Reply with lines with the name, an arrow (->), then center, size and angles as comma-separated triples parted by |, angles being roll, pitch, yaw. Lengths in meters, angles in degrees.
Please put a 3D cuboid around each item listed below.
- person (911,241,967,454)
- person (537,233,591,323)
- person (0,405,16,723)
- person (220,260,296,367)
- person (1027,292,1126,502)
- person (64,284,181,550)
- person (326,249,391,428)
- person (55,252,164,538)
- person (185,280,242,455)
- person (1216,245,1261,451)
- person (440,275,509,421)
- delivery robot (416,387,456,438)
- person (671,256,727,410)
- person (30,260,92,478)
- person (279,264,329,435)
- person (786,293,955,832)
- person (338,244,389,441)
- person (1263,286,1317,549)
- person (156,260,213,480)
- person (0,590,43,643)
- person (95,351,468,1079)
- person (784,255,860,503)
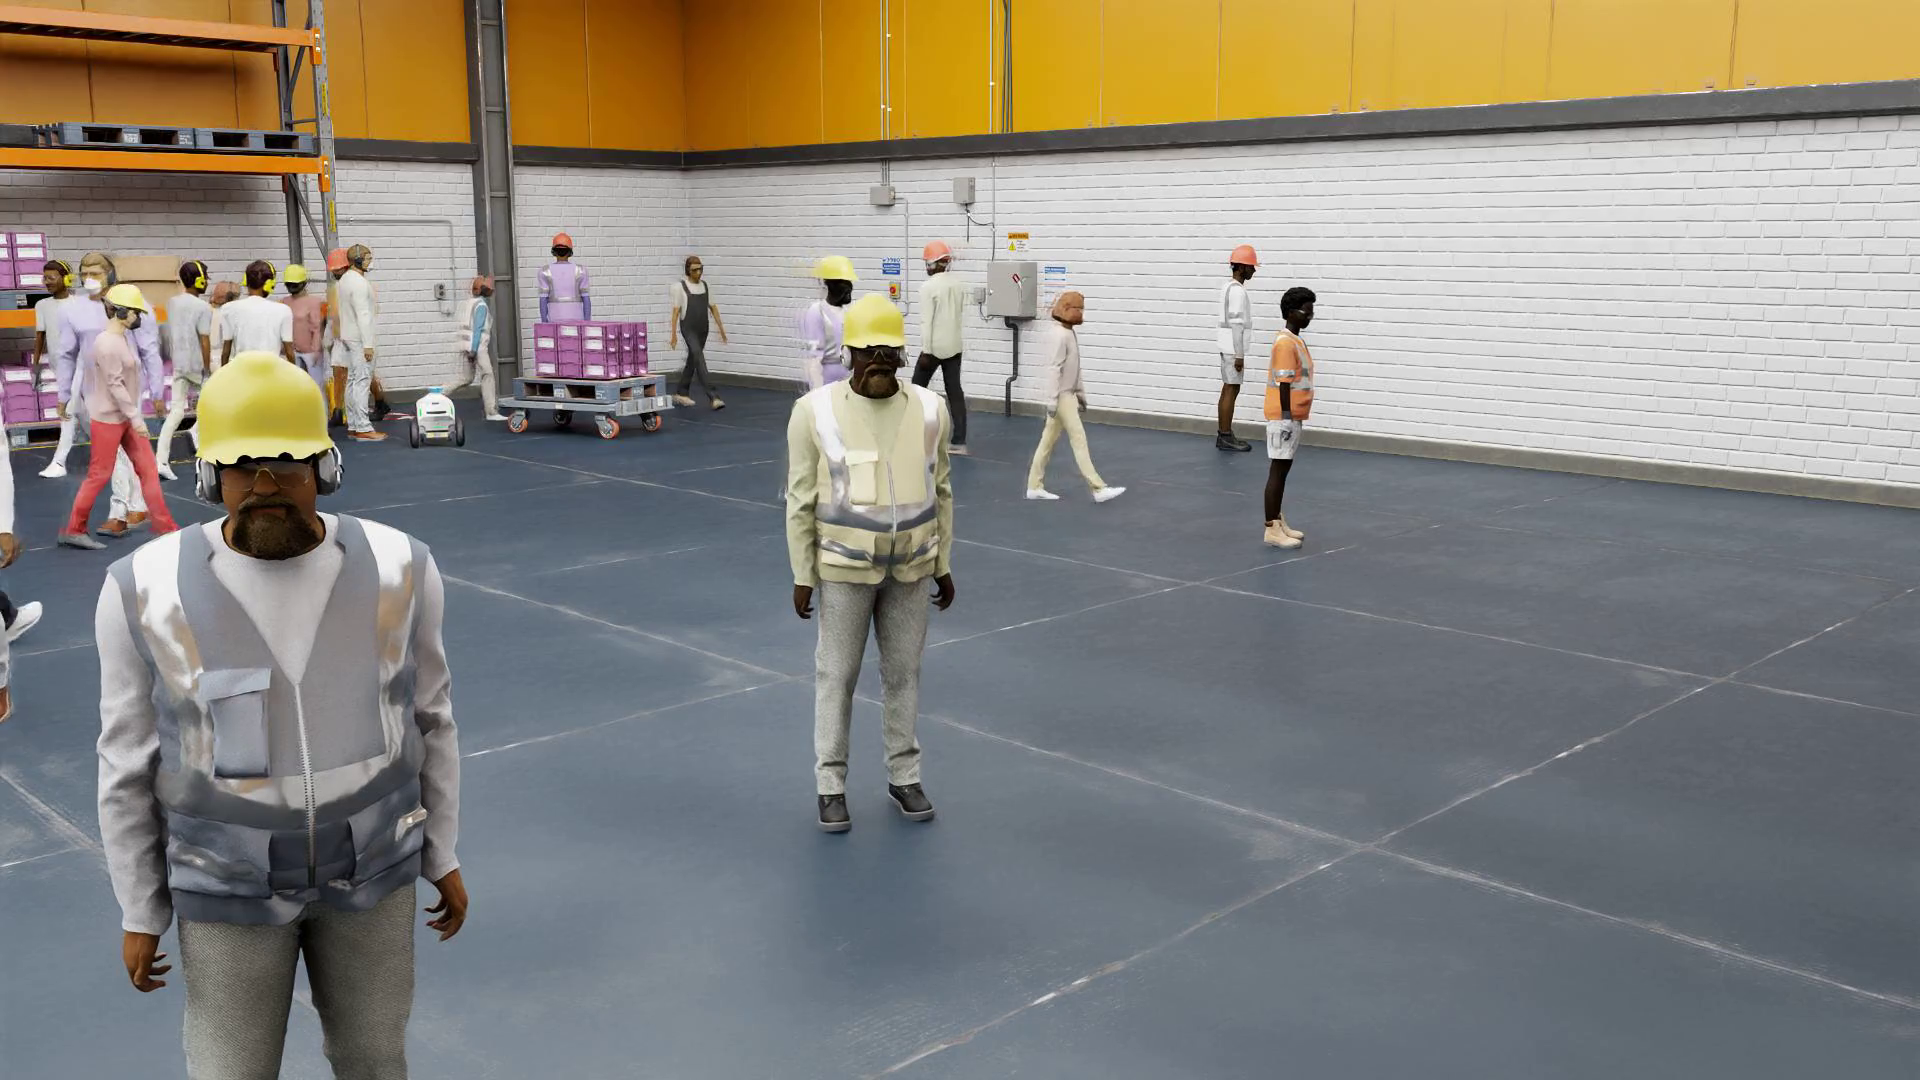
person -> -0.272, -1.785, 15.498 | 0.898, 1.959, 0.634 | 9, 14, 41
person -> -4.728, -2.639, 19.930 | 0.608, 2.044, 0.370 | -3, 11, -15
person -> -3.996, -0.073, 6.510 | 0.580, 1.844, 0.999 | -4, 11, -22
person -> -5.171, -1.134, 12.268 | 0.534, 1.841, 0.432 | -3, 11, -16
person -> 0.874, -1.069, 12.596 | 0.828, 1.593, 0.518 | 2, 11, 11
person -> -5.419, -0.781, 10.707 | 0.835, 1.713, 0.513 | -1, 10, -6
person -> -6.494, -2.164, 17.793 | 0.598, 1.895, 0.908 | 3, 11, 16
person -> -5.769, -0.966, 11.184 | 0.649, 1.897, 0.928 | 0, 10, 1
person -> -6.638, -1.507, 14.900 | 0.540, 1.622, 0.559 | 7, 13, 34
person -> 2.618, -1.797, 15.655 | 0.381, 1.929, 0.544 | 0, 10, 0
person -> -5.345, -2.066, 18.015 | 0.770, 1.604, 0.532 | -6, 12, -28
delivery robot -> -5.078, -1.239, 16.097 | 0.477, 0.478, 0.707 | -3, 11, -19
person -> -3.069, -2.418, 19.455 | 0.632, 1.783, 0.991 | -10, 14, -44
person -> -7.638, -1.473, 14.214 | 0.530, 1.820, 1.008 | 1, 10, 8
person -> -6.519, -1.843, 16.428 | 0.538, 1.738, 0.621 | 3, 11, 17
person -> -0.291, 0.080, 5.680 | 0.600, 1.829, 0.404 | -4, 11, -21
person -> -5.924, -1.944, 16.420 | 0.355, 1.938, 0.634 | -7, 12, -33
person -> 2.147, -0.803, 10.864 | 0.319, 1.693, 0.539 | 3, 11, 17
person -> -6.458, -1.421, 13.917 | 0.526, 1.824, 0.993 | 3, 11, 13
person -> -4.856, -0.345, 7.866 | 0.623, 1.872, 0.957 | 1, 10, 7
person -> -1.172, 0.582, 2.942 | 0.601, 1.830, 0.403 | -6, 12, -29
person -> -0.913, -1.121, 12.114 | 1.015, 1.880, 0.604 | 7, 12, 33
